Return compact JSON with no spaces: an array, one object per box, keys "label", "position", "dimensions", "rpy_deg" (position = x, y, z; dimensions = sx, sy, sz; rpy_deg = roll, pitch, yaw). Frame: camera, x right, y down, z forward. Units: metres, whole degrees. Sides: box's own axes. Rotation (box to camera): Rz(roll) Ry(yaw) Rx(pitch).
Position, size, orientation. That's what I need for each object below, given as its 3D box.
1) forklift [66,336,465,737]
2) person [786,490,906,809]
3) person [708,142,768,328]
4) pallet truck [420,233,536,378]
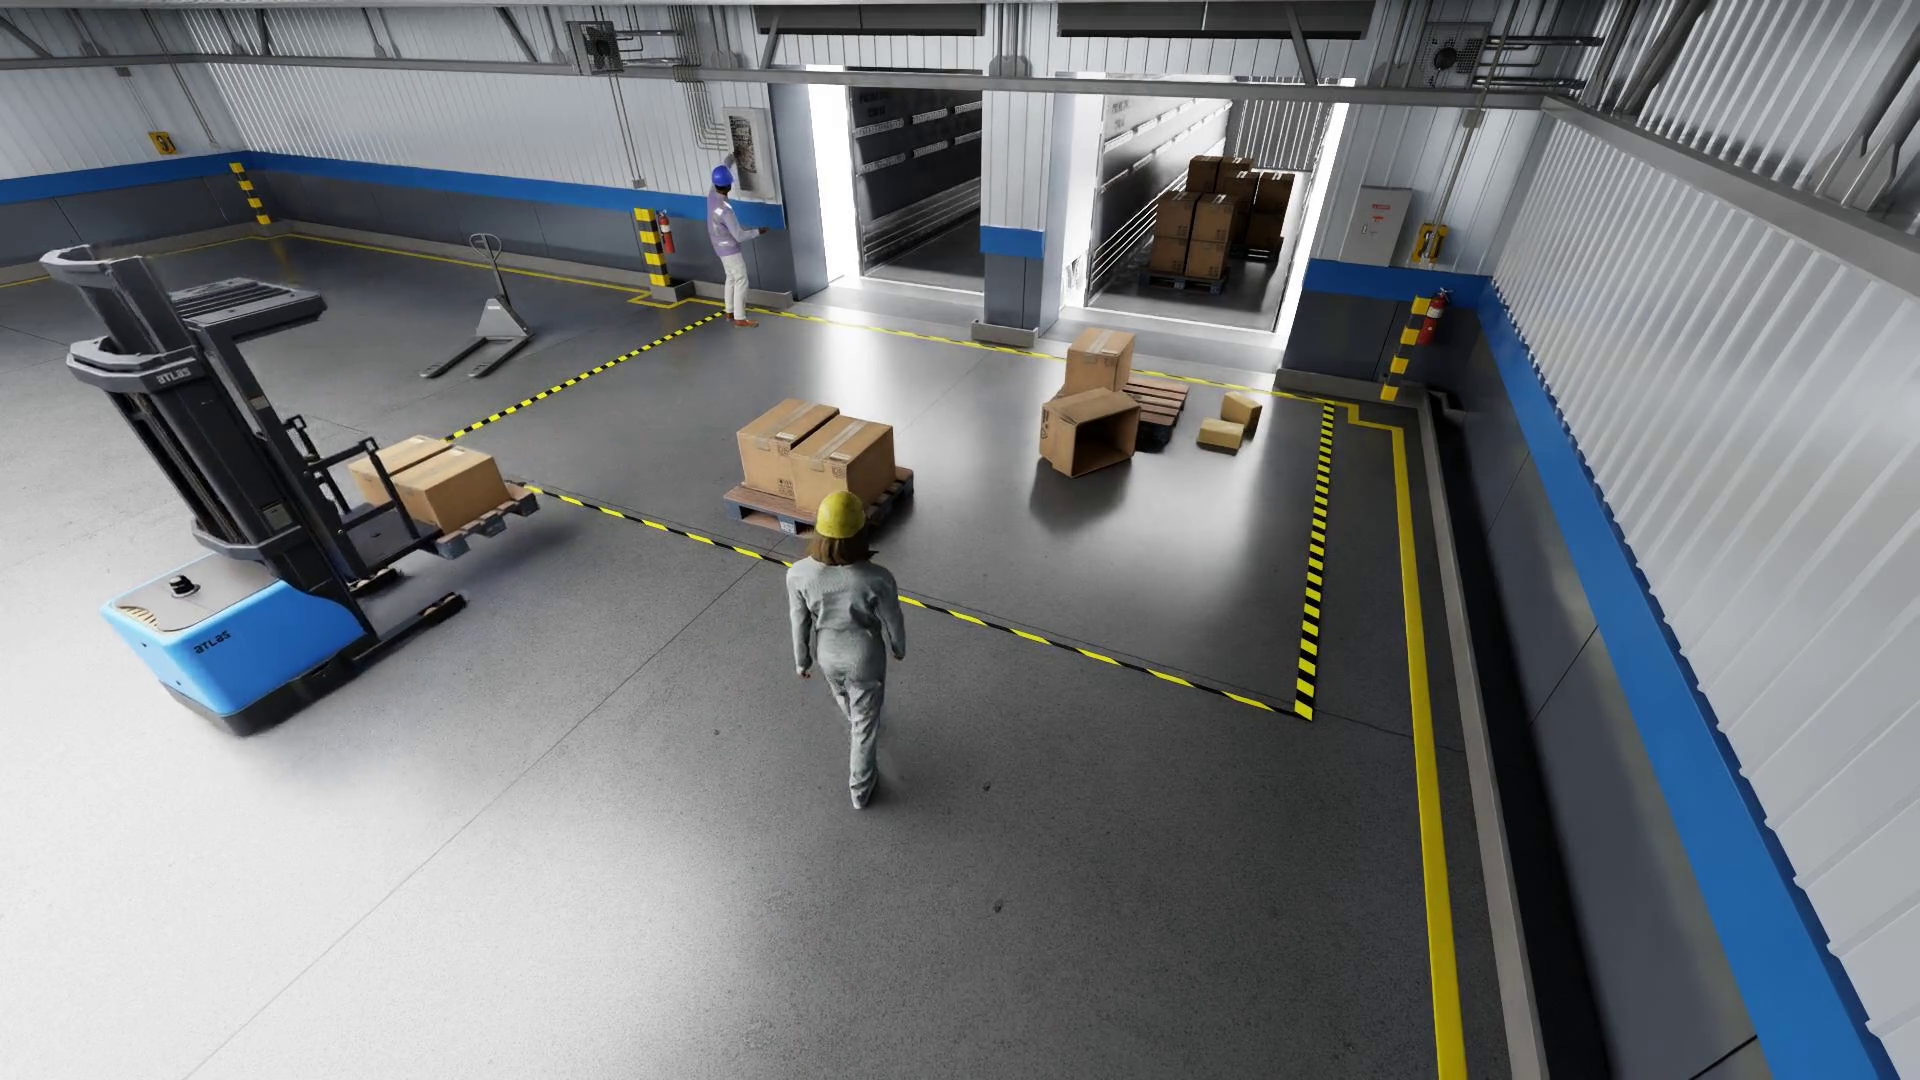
[{"label":"forklift","position":[-4.080,-0.003,3.932],"dimensions":[0.716,2.013,0.776],"rpy_deg":[15,38,20]},{"label":"person","position":[-0.495,0.469,3.550],"dimensions":[0.500,1.712,0.756],"rpy_deg":[5,36,7]},{"label":"person","position":[-2.812,-3.795,9.252],"dimensions":[0.689,2.049,0.952],"rpy_deg":[-18,39,-23]},{"label":"pallet truck","position":[-5.664,-2.712,8.427],"dimensions":[0.680,1.201,1.601],"rpy_deg":[0,35,-1]}]
